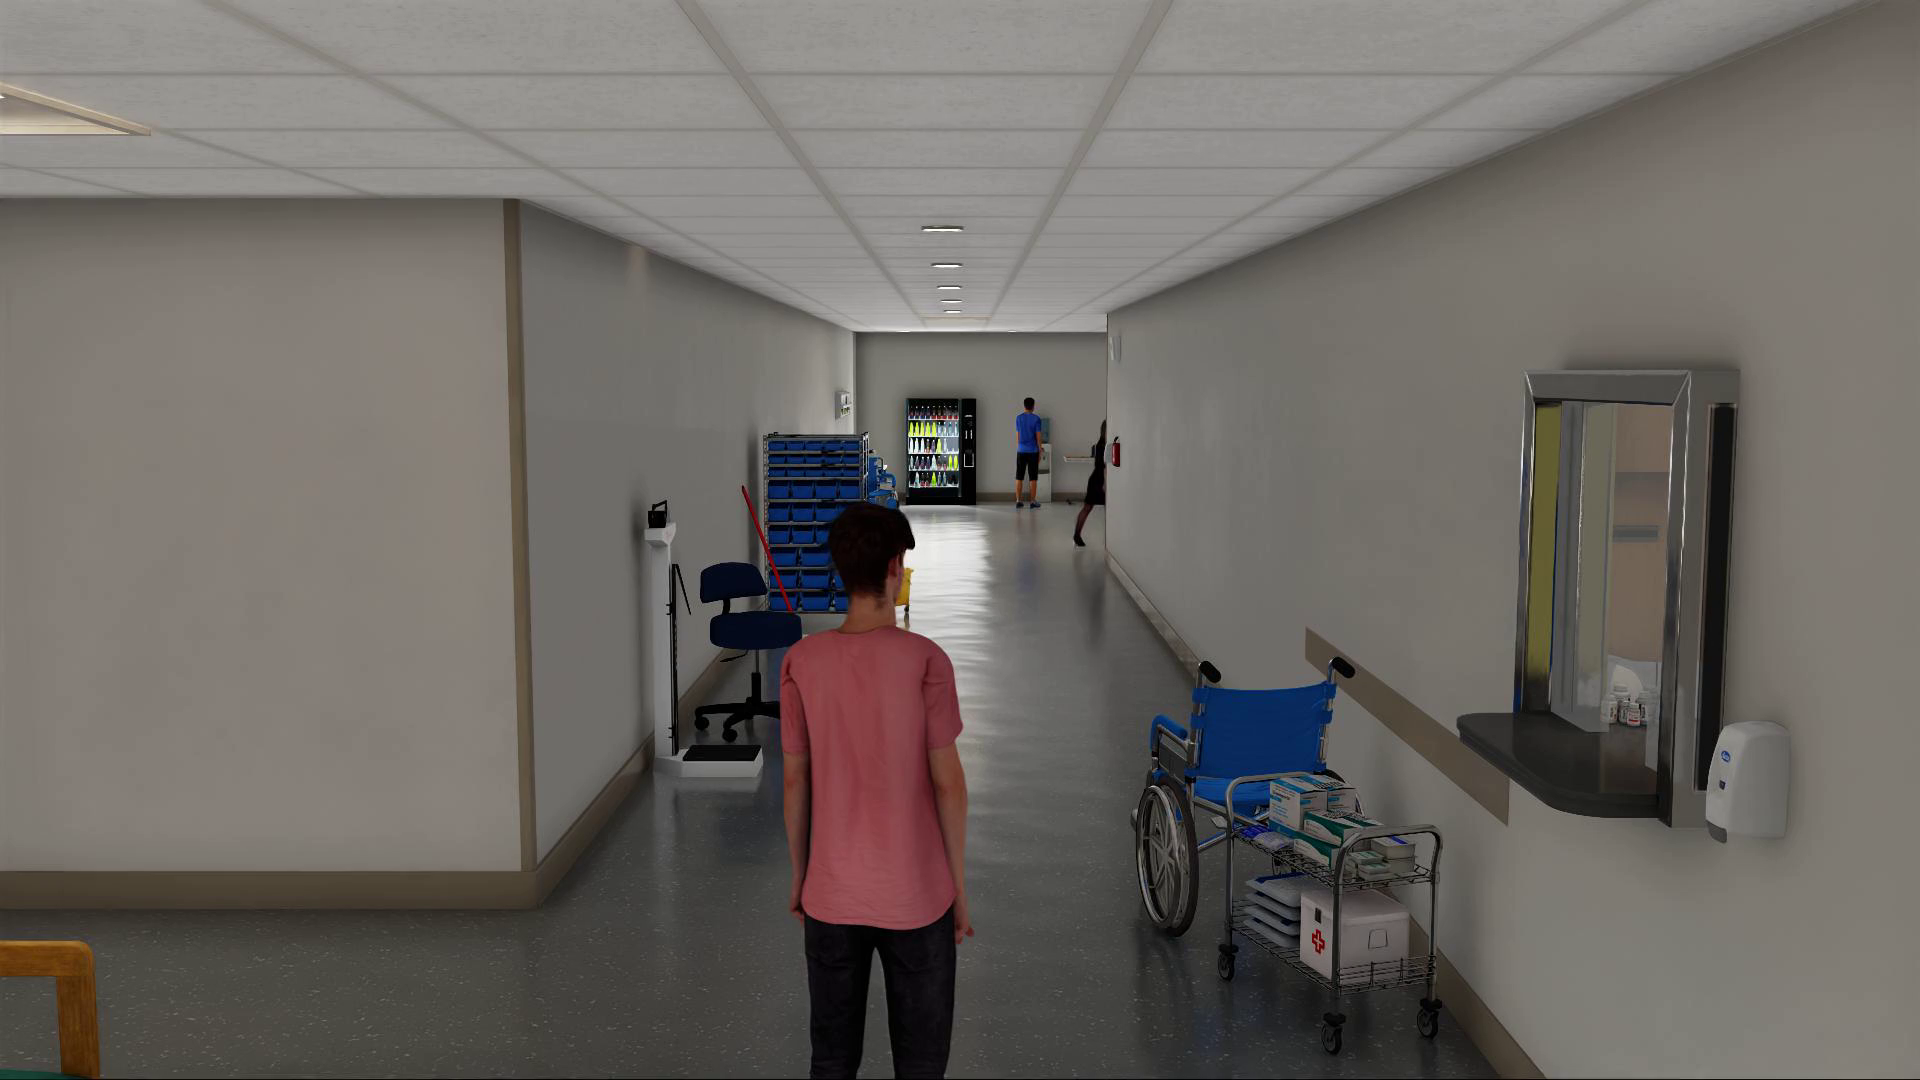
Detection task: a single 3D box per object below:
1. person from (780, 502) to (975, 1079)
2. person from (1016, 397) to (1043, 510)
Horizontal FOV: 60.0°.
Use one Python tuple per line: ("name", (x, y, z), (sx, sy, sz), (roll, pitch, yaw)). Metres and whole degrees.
("person", (-0.214, 0.883, 4.142), (0.564, 1.964, 0.738), (1, 6, 13))
("person", (1.140, -1.470, 28.032), (0.596, 1.864, 0.728), (2, 6, 20))
